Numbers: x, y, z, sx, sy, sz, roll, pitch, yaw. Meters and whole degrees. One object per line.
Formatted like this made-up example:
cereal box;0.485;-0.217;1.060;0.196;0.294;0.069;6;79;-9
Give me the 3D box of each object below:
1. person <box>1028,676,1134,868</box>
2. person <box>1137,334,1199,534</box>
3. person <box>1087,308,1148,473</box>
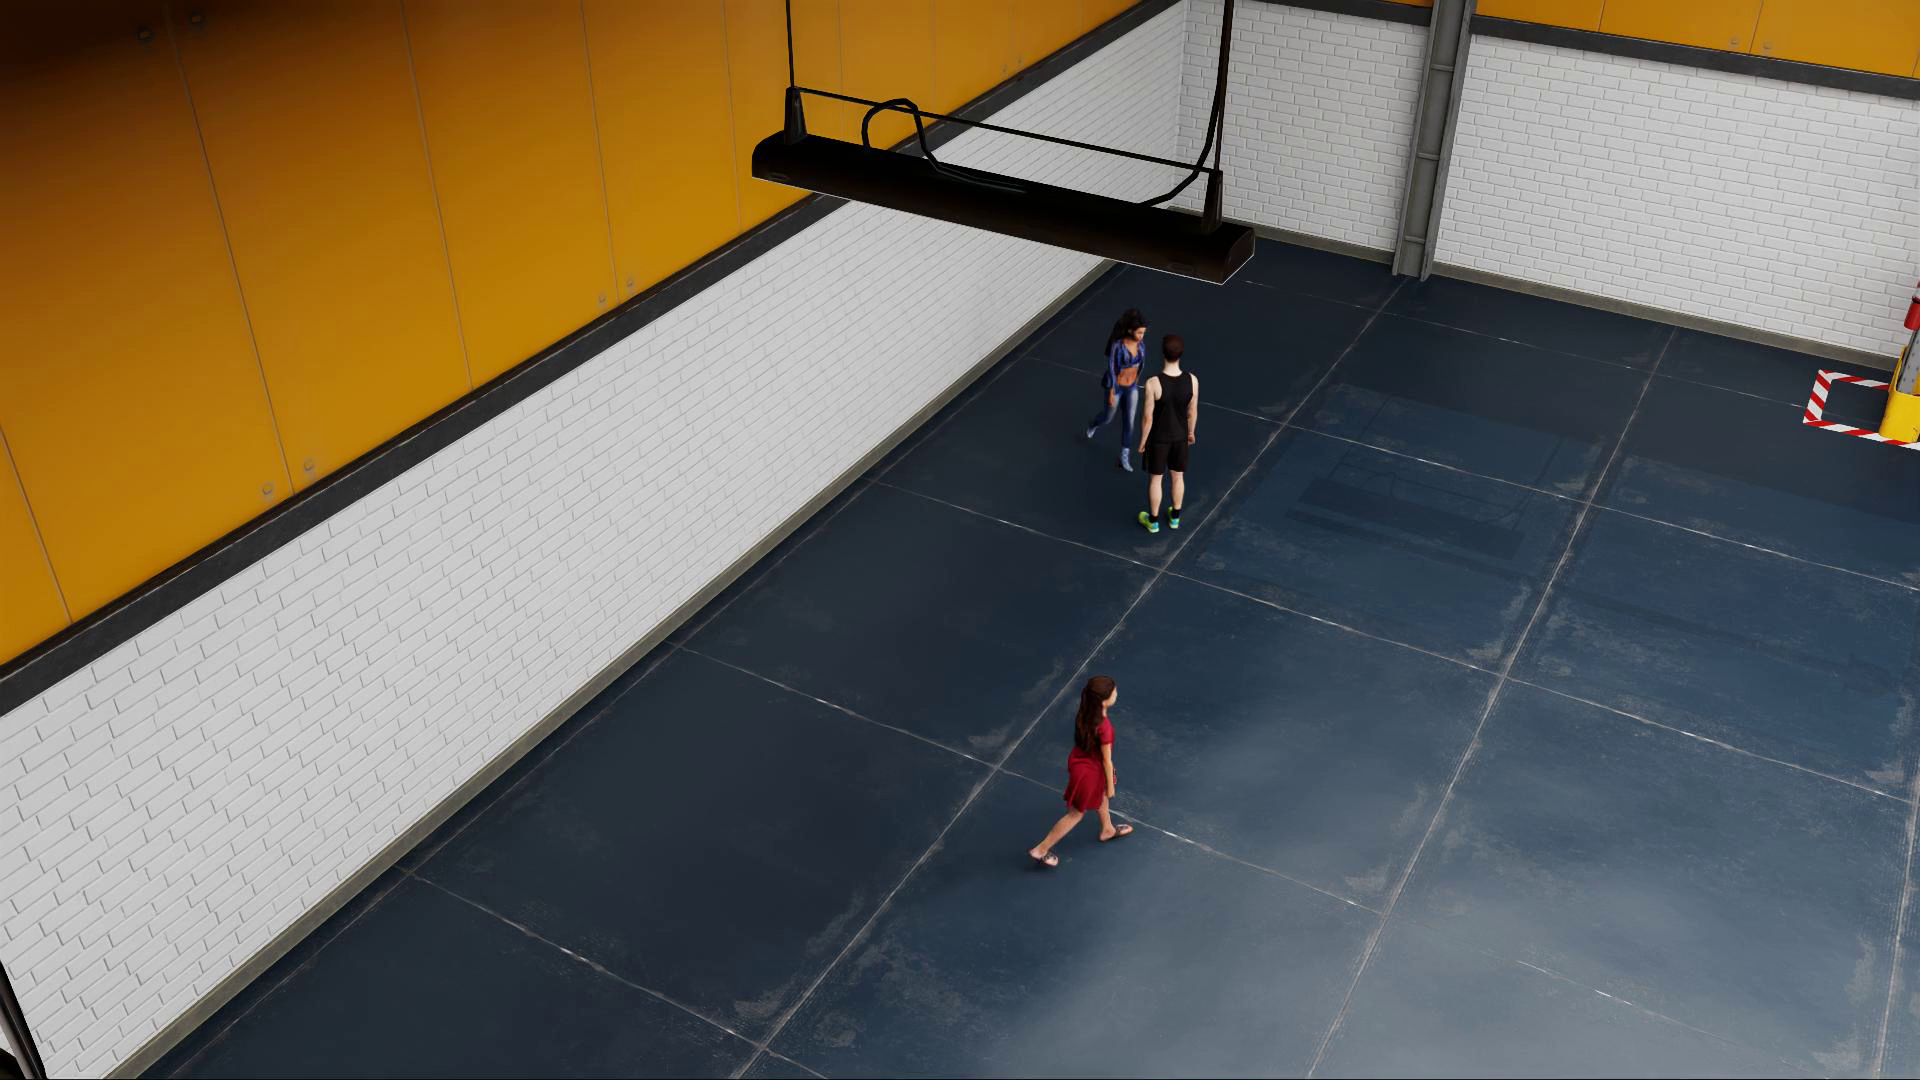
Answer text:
person;0.806;1.583;11.264;1.016;1.519;1.036;-12;35;-17
person;1.833;-0.930;14.709;0.753;1.891;0.816;-8;34;-12
person;1.485;-1.459;15.765;0.949;1.603;1.089;-13;36;-18
